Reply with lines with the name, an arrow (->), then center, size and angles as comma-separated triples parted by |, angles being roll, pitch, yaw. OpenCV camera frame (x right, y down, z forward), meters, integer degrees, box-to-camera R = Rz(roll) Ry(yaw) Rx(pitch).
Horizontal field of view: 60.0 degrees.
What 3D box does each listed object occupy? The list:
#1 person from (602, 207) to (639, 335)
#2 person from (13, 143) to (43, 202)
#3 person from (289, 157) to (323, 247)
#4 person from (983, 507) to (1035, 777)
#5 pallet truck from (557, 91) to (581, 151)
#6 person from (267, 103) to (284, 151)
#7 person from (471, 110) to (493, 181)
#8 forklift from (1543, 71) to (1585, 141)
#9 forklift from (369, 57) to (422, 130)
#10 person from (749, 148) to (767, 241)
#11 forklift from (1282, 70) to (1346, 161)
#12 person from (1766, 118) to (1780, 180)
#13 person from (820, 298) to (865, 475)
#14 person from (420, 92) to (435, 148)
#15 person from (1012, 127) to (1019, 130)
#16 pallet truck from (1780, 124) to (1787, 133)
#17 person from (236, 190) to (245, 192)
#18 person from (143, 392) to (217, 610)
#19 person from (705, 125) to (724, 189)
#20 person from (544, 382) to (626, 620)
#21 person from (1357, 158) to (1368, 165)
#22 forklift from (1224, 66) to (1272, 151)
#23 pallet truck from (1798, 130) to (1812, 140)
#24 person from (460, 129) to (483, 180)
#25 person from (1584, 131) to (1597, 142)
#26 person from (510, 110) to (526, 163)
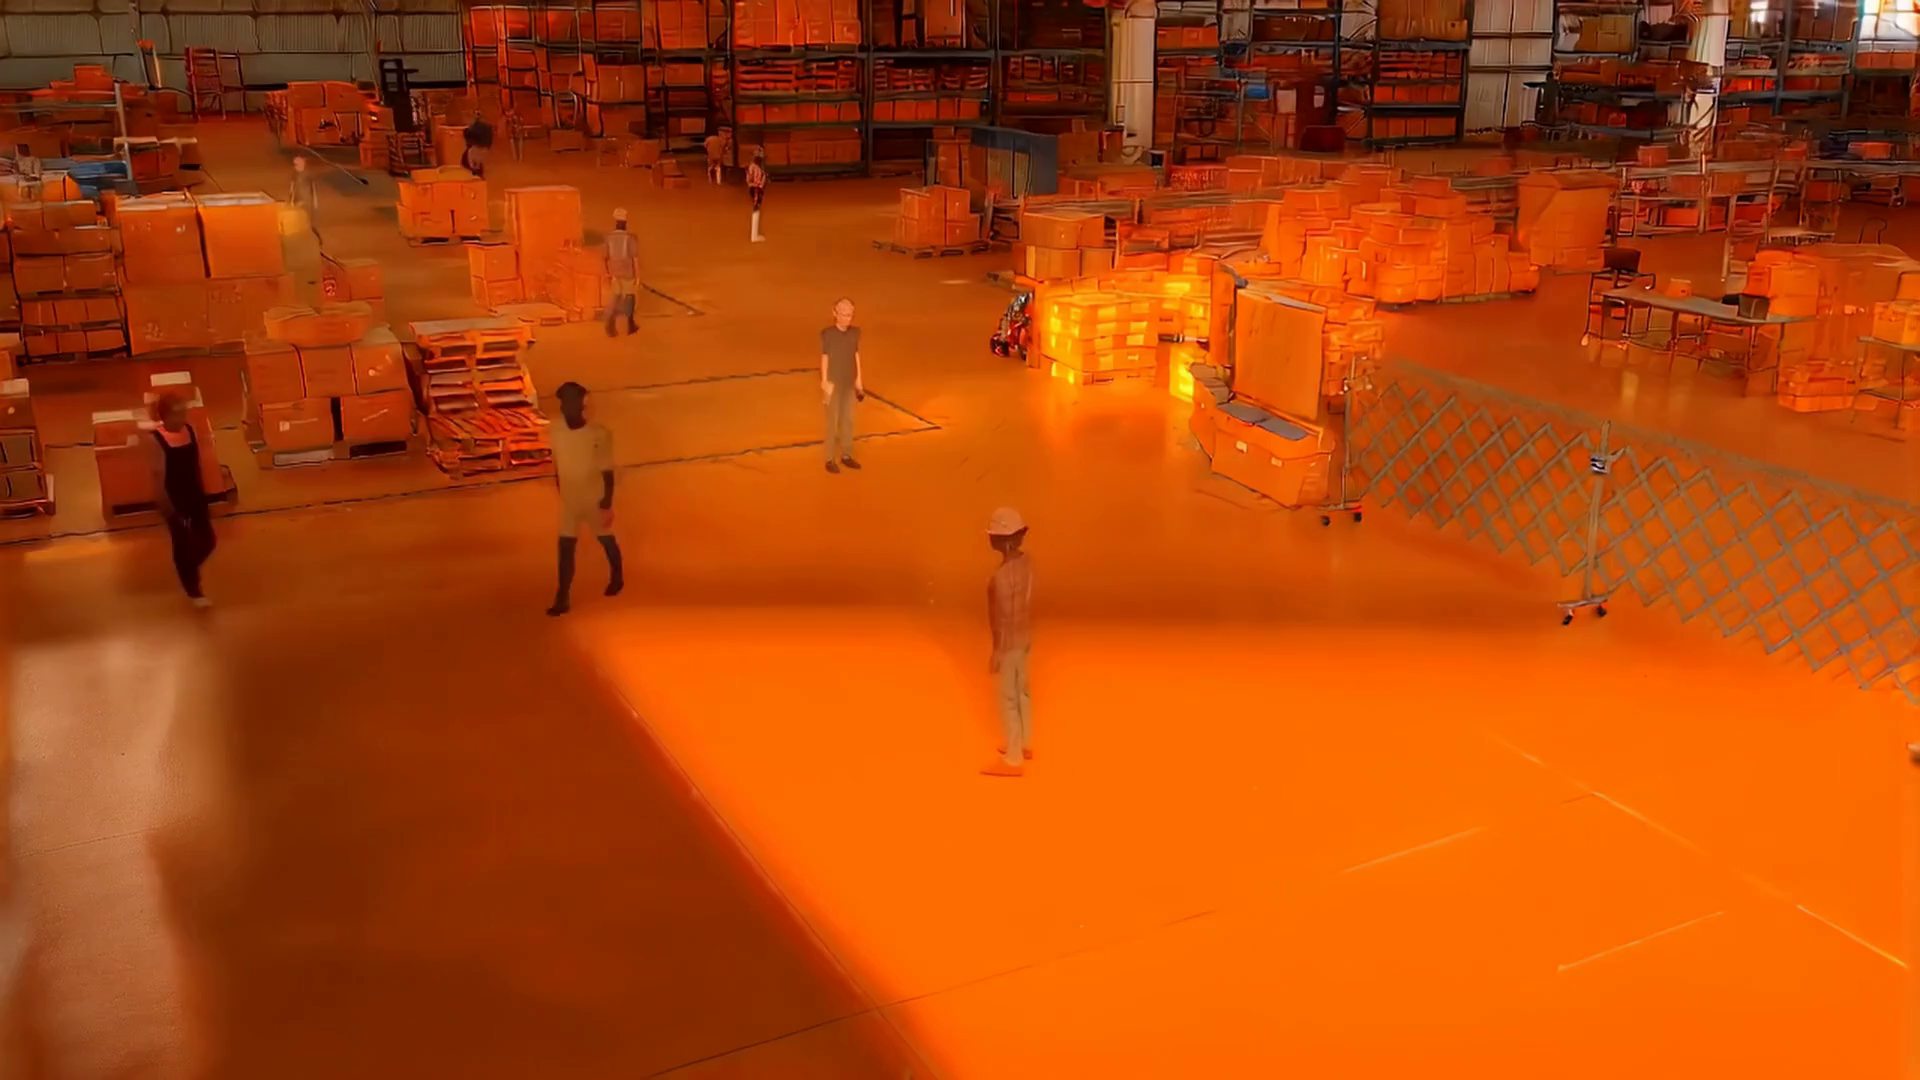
person -> -5.077, -3.995, 24.850 | 0.549, 1.918, 0.757 | 3, 18, 11
person -> -20.752, -7.902, 37.098 | 0.573, 1.876, 0.355 | 0, 18, 0
person -> -13.509, -6.927, 34.142 | 0.971, 1.821, 0.541 | 9, 20, 26
person -> 0.300, 0.647, 10.614 | 0.326, 1.767, 0.533 | 7, 19, 21
pallet truck -> -13.495, -14.412, 57.188 | 0.823, 1.965, 1.885 | -3, 18, -9
person -> -23.517, -14.203, 57.151 | 0.515, 1.622, 0.542 | -14, 22, -36
person -> -13.660, -11.273, 47.461 | 0.631, 1.956, 0.879 | -8, 20, -25
forklift -> 18.685, -13.231, 52.085 | 1.873, 2.768, 1.129 | -9, 20, -26
forklift -> -22.739, -17.888, 66.602 | 1.873, 2.768, 1.129 | 13, 22, 34
person -> -4.239, -7.274, 35.057 | 0.399, 1.928, 0.542 | -3, 18, -8
forklift -> 11.448, -13.637, 53.348 | 1.129, 2.768, 1.873 | -9, 20, -26
person -> 23.168, -11.233, 47.696 | 0.520, 1.740, 0.789 | -10, 20, -29
person -> -1.235, -1.625, 17.543 | 0.519, 1.865, 0.331 | -14, 22, -36
person -> -18.696, -14.748, 58.380 | 0.588, 1.911, 0.396 | 15, 23, 39
person -> 1.469, -9.710, 42.833 | 0.710, 1.812, 0.599 | -12, 21, -34
pallet truck -> 25.206, -12.542, 52.601 | 1.601, 1.201, 0.680 | 0, 18, -2
person -> -11.865, -4.811, 27.428 | 0.643, 1.886, 0.619 | -7, 19, -20
person -> -6.325, -0.313, 13.503 | 0.441, 1.824, 0.509 | 10, 20, 29
person -> -6.652, -10.381, 45.106 | 0.540, 1.695, 0.317 | -10, 20, -28
person -> -3.048, -0.348, 13.499 | 0.628, 1.913, 1.024 | 5, 18, 14
person -> 8.744, -7.583, 36.539 | 0.817, 1.601, 0.509 | -9, 20, -25
forklift -> 10.104, -14.716, 56.714 | 1.129, 2.768, 1.873 | -9, 20, -27
pallet truck -> 25.526, -11.556, 49.408 | 1.630, 1.274, 0.653 | -9, 20, -26
person -> -11.619, -8.690, 39.278 | 0.830, 2.000, 0.693 | -7, 19, -22
person -> 19.363, -12.257, 51.038 | 0.898, 1.649, 0.528 | -9, 20, -27
person -> -14.034, -12.825, 52.822 | 0.310, 1.636, 0.523 | 16, 24, 42
